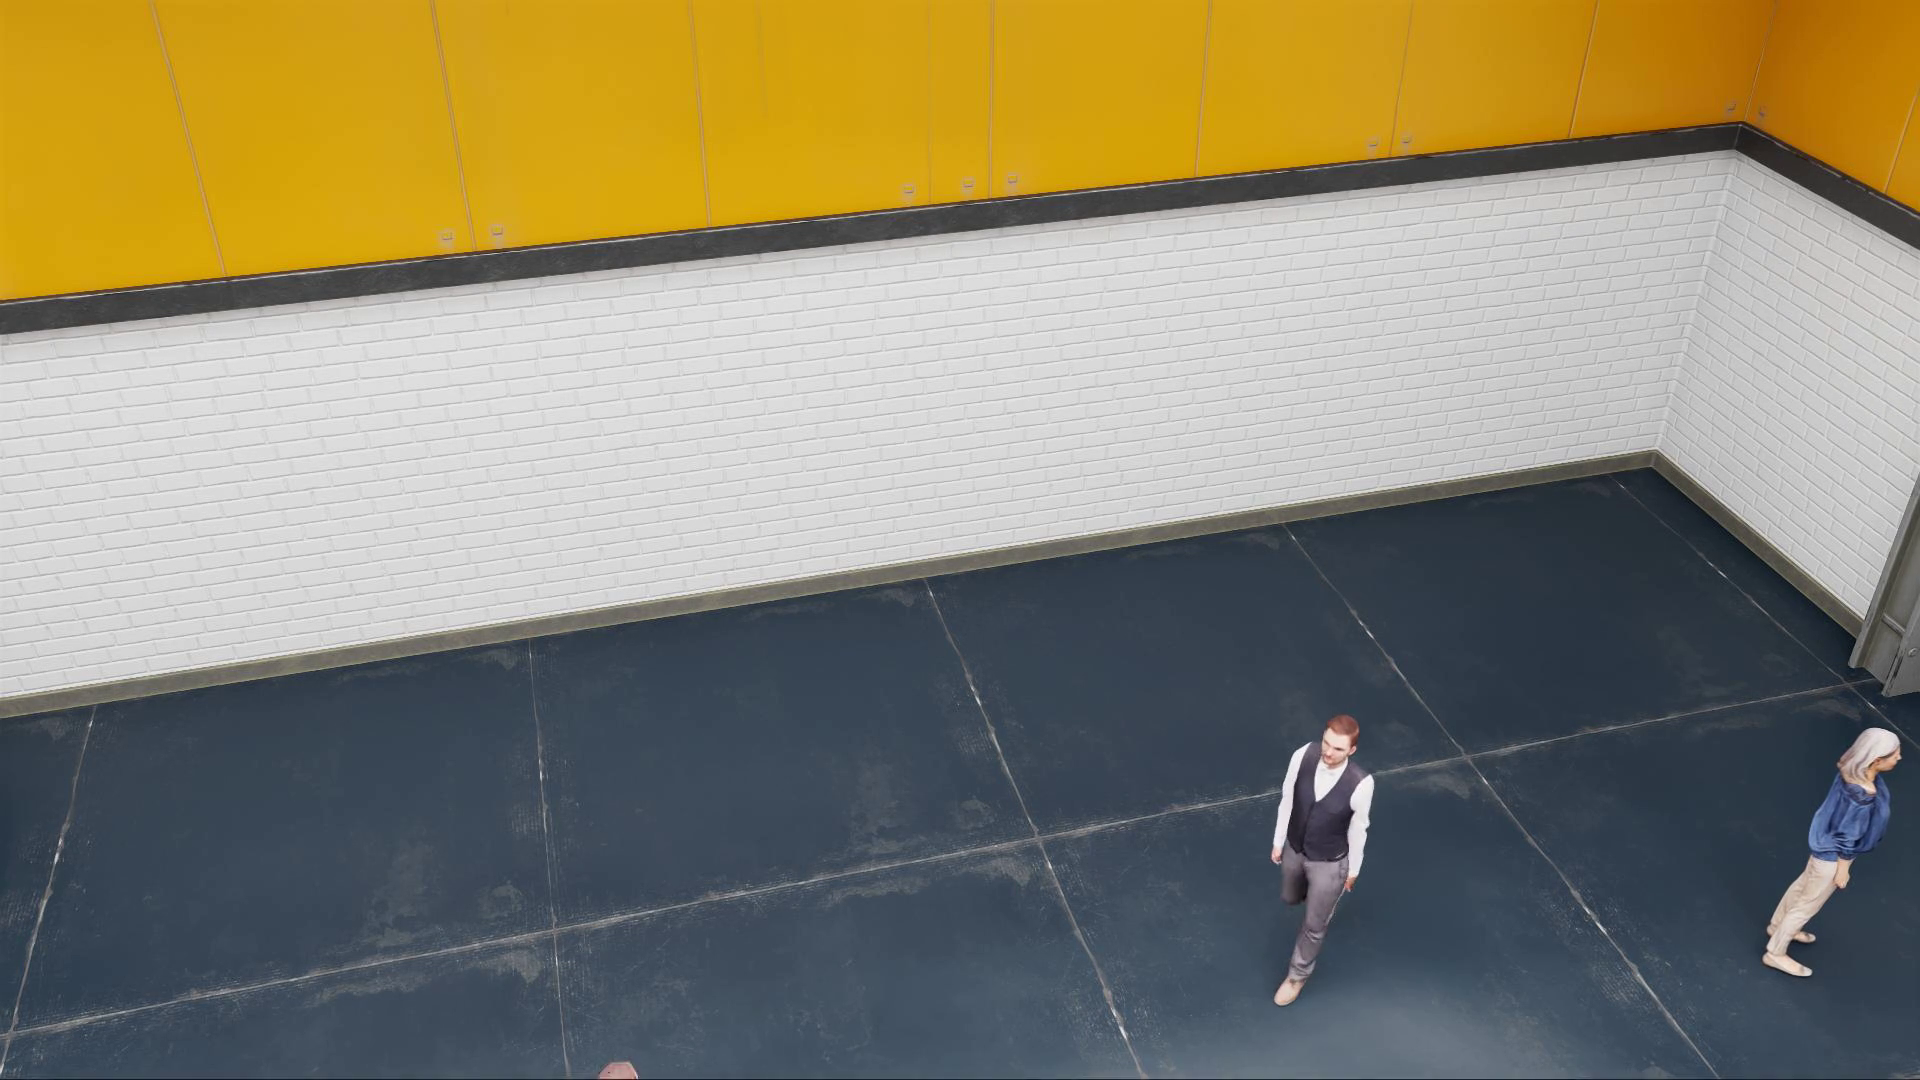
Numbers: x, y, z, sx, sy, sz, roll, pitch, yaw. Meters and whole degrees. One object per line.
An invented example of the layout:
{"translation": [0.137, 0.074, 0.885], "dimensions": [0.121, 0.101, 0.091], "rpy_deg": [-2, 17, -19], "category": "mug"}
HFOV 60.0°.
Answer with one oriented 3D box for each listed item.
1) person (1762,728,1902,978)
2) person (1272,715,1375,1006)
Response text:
{"translation": [4.834, 1.709, 9.212], "dimensions": [0.782, 1.693, 0.708], "rpy_deg": [14, 36, 20], "category": "person"}
{"translation": [1.997, 1.658, 9.090], "dimensions": [1.061, 1.915, 1.023], "rpy_deg": [27, 42, 34], "category": "person"}
